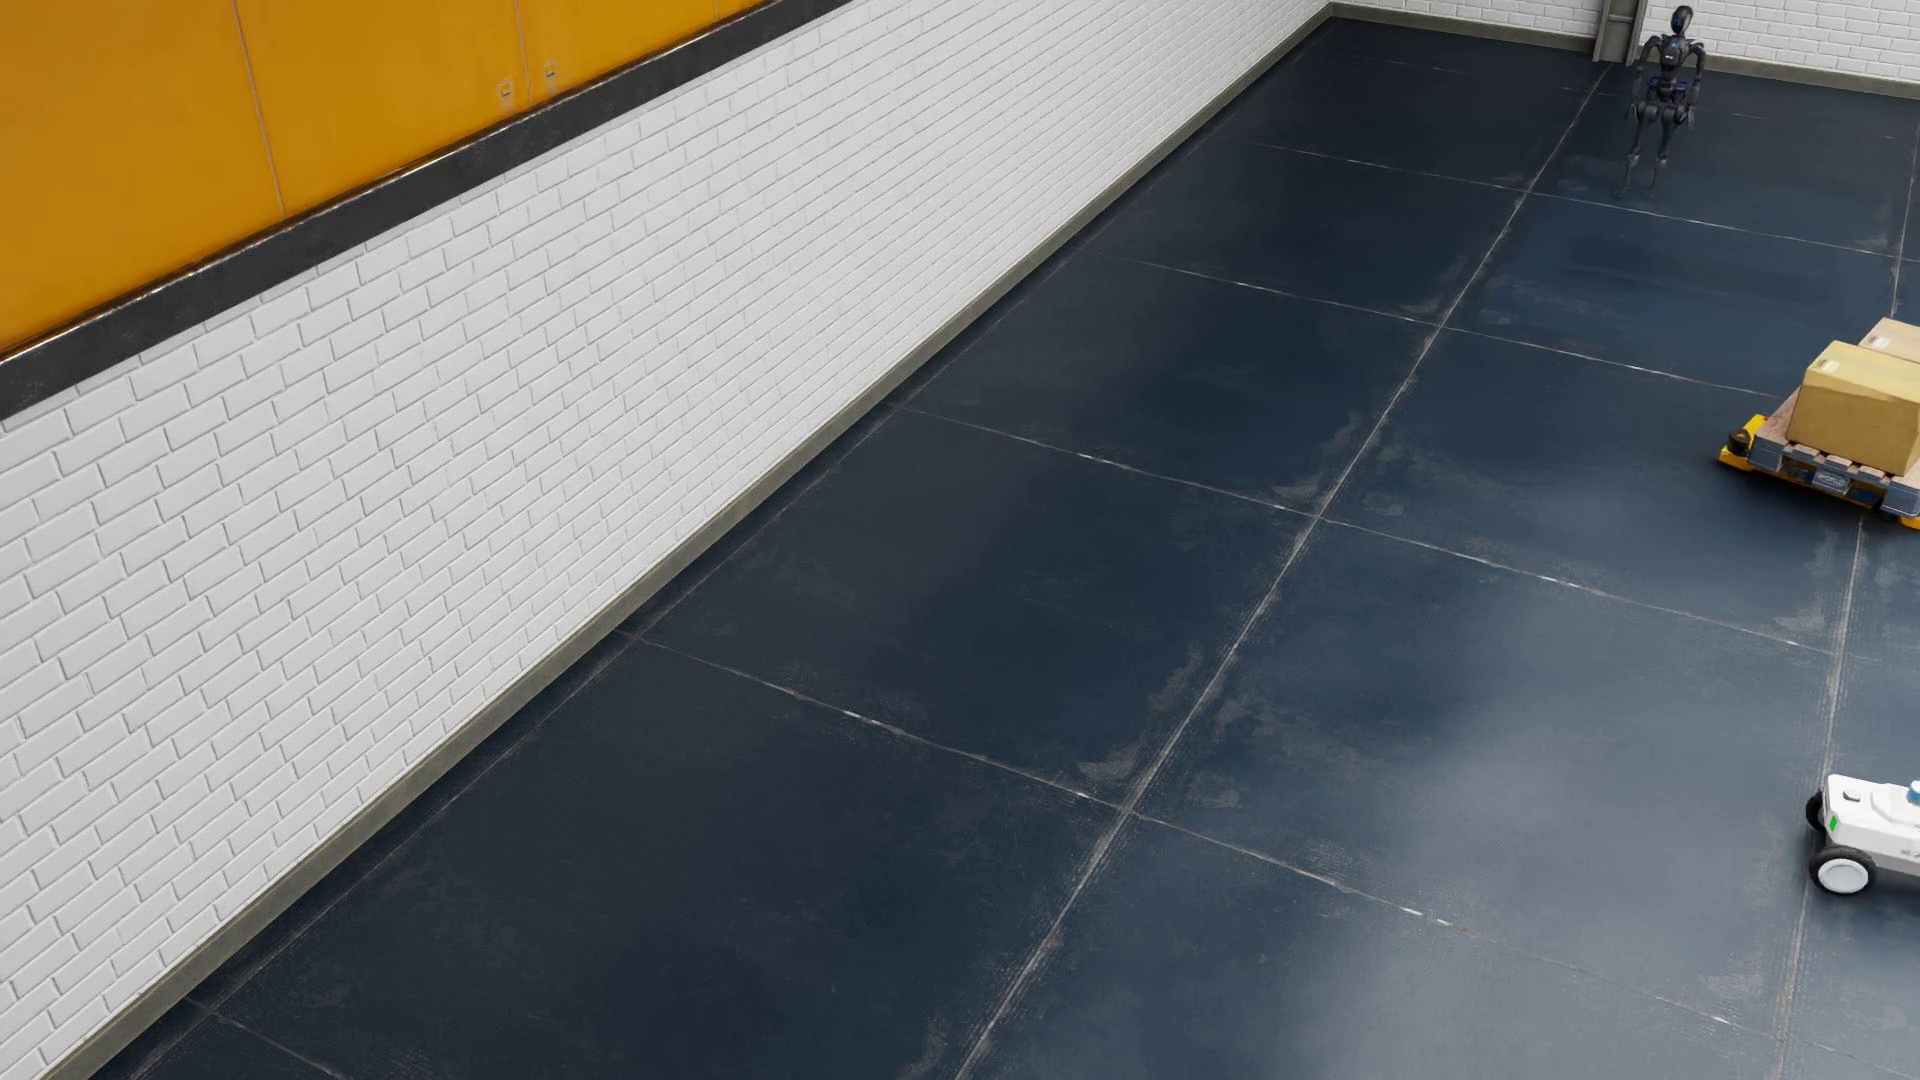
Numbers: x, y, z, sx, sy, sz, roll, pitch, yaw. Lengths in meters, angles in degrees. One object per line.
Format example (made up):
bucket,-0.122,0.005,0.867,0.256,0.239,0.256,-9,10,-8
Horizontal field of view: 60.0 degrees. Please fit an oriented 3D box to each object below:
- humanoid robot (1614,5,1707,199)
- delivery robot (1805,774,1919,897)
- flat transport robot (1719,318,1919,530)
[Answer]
humanoid robot,6.048,-3.759,14.302,0.588,1.657,0.329,19,38,26
delivery robot,4.339,1.361,7.694,0.774,0.592,0.499,12,36,17
flat transport robot,5.718,-0.460,10.662,1.431,0.231,0.659,26,42,33
